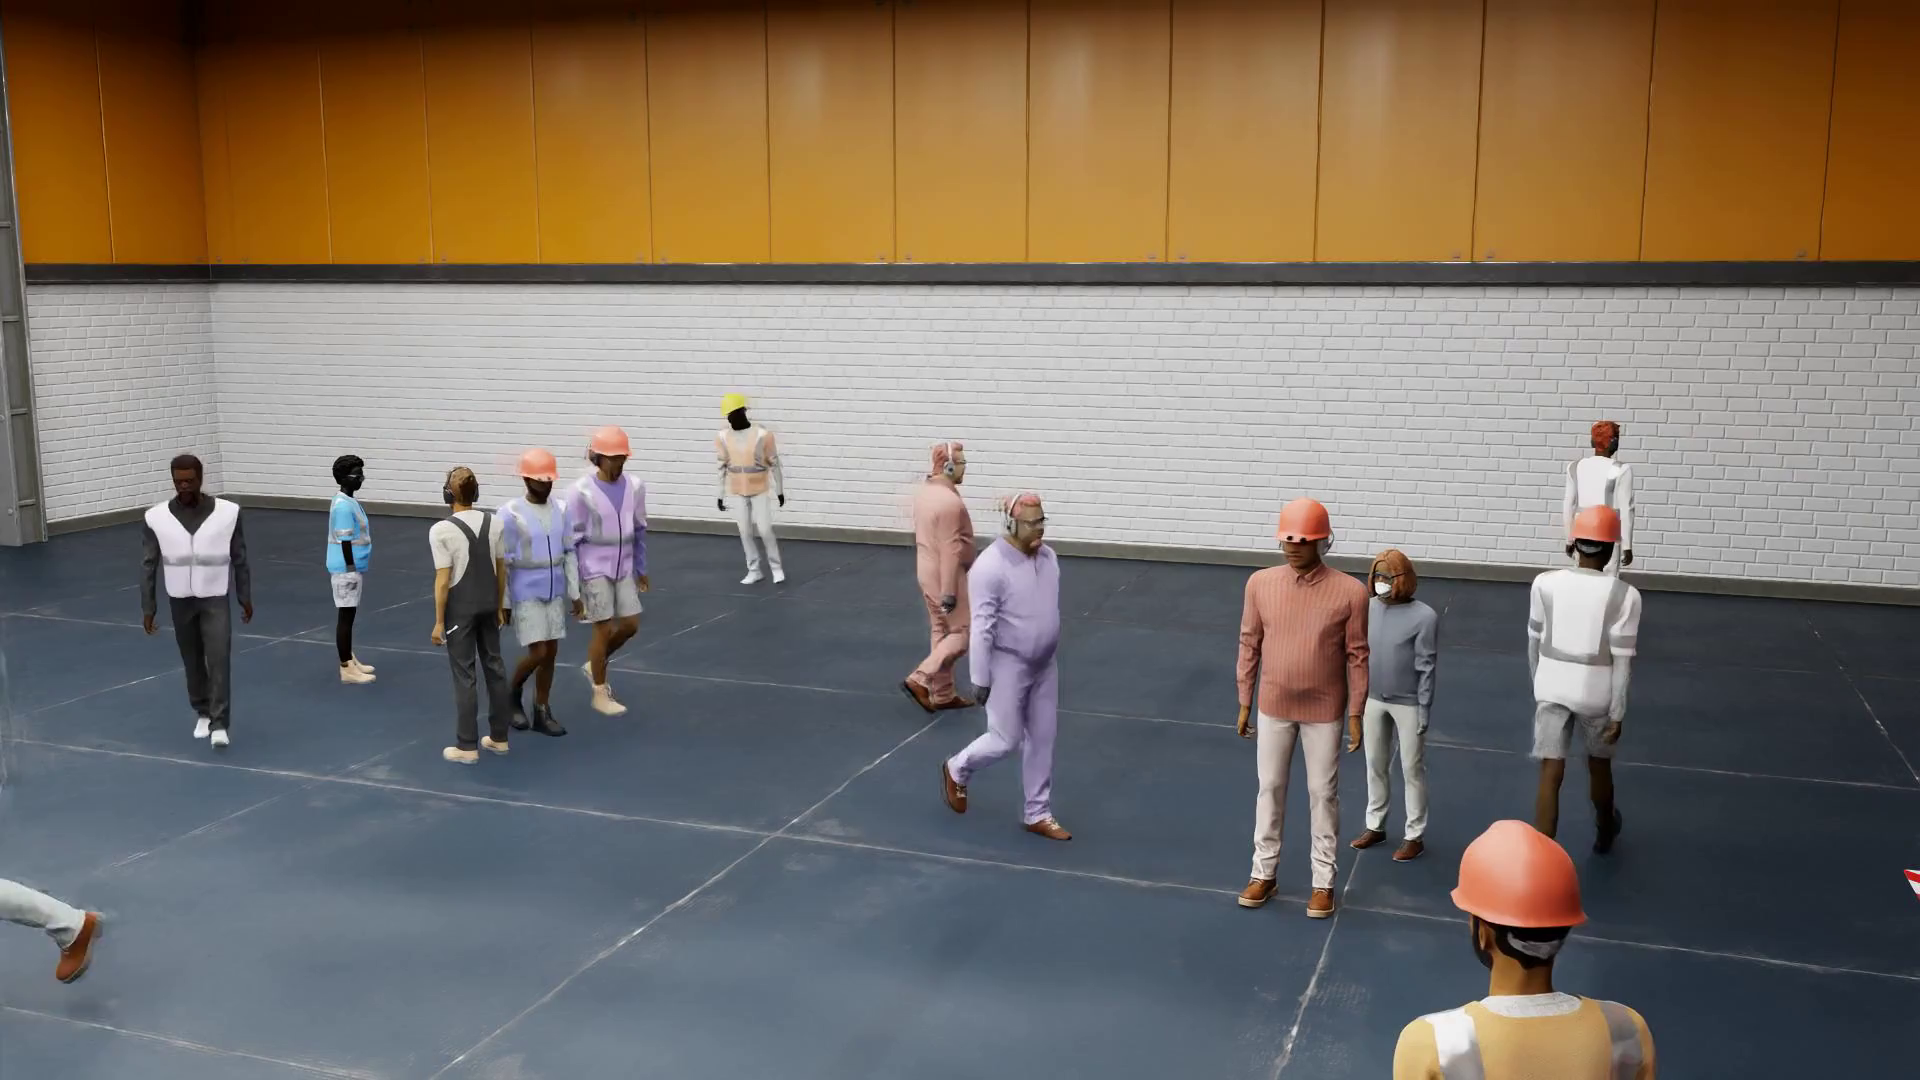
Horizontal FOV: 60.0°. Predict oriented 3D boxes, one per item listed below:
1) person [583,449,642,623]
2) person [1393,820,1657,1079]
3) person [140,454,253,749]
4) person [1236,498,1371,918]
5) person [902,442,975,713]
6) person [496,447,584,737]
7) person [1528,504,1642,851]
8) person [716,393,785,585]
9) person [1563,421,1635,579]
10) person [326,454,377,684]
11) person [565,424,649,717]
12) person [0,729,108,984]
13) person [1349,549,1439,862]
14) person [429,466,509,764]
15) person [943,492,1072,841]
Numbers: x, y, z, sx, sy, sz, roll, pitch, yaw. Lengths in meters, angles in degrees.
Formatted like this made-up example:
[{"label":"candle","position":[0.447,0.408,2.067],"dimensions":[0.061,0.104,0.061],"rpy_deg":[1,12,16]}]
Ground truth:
[{"label":"person","position":[-3.011,-0.101,14.514],"dimensions":[0.747,1.602,0.533],"rpy_deg":[-8,12,-40]},{"label":"person","position":[1.115,1.524,3.438],"dimensions":[0.551,1.934,0.362],"rpy_deg":[-2,9,-10]},{"label":"person","position":[-4.865,0.402,10.578],"dimensions":[0.633,1.872,0.964],"rpy_deg":[-3,10,-18]},{"label":"person","position":[1.603,0.784,7.850],"dimensions":[0.625,1.991,0.389],"rpy_deg":[4,10,25]},{"label":"person","position":[-0.130,0.269,11.370],"dimensions":[0.483,1.894,0.648],"rpy_deg":[-4,10,-21]},{"label":"person","position":[-2.739,0.343,10.836],"dimensions":[0.444,1.918,0.538],"rpy_deg":[7,12,38]},{"label":"person","position":[3.142,0.755,8.393],"dimensions":[0.552,1.874,1.019],"rpy_deg":[6,11,31]},{"label":"person","position":[-2.050,-0.485,16.068],"dimensions":[0.616,1.878,0.504],"rpy_deg":[2,9,13]},{"label":"person","position":[4.988,0.011,12.988],"dimensions":[0.357,1.883,0.573],"rpy_deg":[-7,11,-36]},{"label":"person","position":[-4.523,0.209,12.327],"dimensions":[0.322,1.699,0.535],"rpy_deg":[-3,10,-17]},{"label":"person","position":[-2.425,0.199,11.410],"dimensions":[0.589,2.019,0.641],"rpy_deg":[8,12,42]},{"label":"person","position":[-3.993,1.004,6.763],"dimensions":[0.716,1.906,0.644],"rpy_deg":[-7,11,-37]},{"label":"person","position":[2.233,0.846,8.616],"dimensions":[0.297,1.622,0.495],"rpy_deg":[-9,13,-44]},{"label":"person","position":[-3.041,0.463,10.302],"dimensions":[0.351,1.847,0.507],"rpy_deg":[8,12,40]},{"label":"person","position":[0.264,0.662,8.965],"dimensions":[0.715,1.886,0.649],"rpy_deg":[8,12,42]}]
